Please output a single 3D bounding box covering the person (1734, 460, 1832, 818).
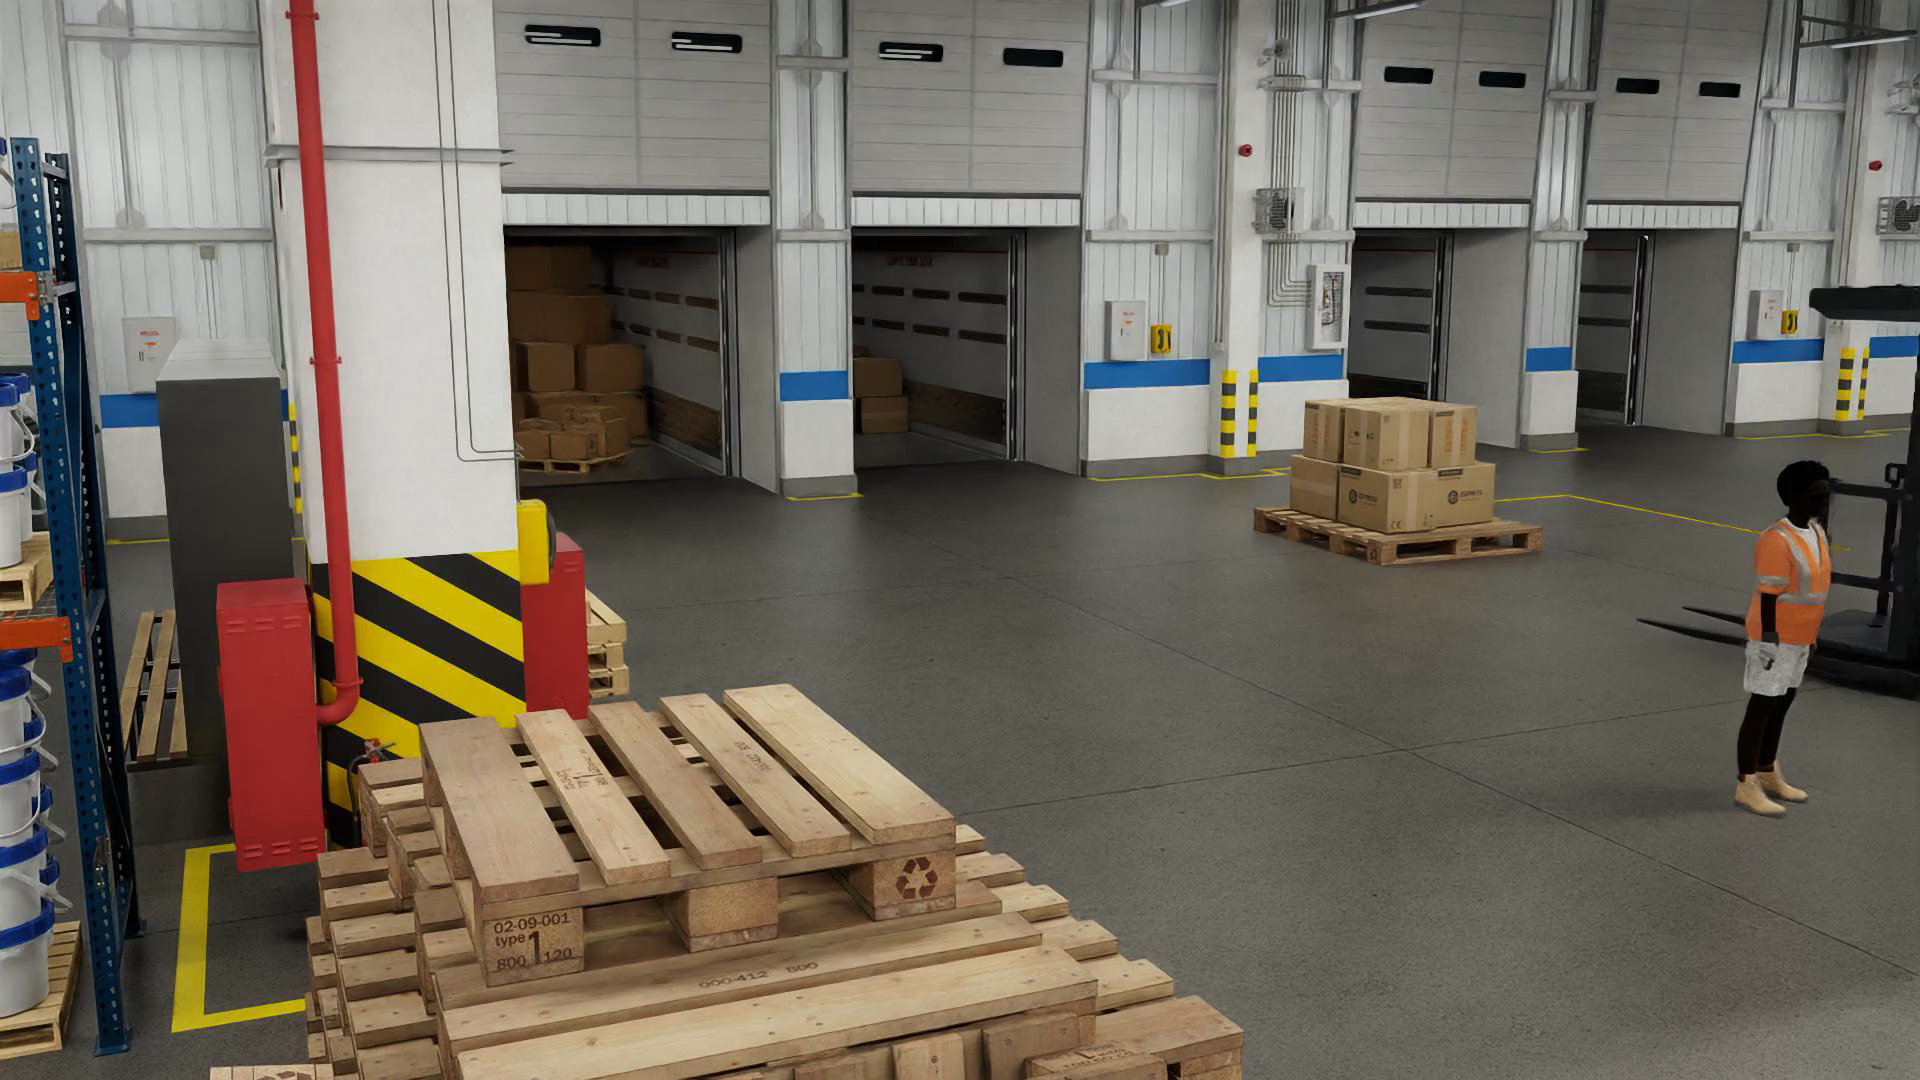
[{"bbox_3d":[3.934,0.458,7.926,0.537,1.696,0.321,-9,14,-41],"label":"person"}]

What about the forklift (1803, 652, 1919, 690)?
[{"bbox_3d":[6.205,-0.471,9.782,1.129,2.768,1.873,-8,13,-38],"label":"forklift"}]
